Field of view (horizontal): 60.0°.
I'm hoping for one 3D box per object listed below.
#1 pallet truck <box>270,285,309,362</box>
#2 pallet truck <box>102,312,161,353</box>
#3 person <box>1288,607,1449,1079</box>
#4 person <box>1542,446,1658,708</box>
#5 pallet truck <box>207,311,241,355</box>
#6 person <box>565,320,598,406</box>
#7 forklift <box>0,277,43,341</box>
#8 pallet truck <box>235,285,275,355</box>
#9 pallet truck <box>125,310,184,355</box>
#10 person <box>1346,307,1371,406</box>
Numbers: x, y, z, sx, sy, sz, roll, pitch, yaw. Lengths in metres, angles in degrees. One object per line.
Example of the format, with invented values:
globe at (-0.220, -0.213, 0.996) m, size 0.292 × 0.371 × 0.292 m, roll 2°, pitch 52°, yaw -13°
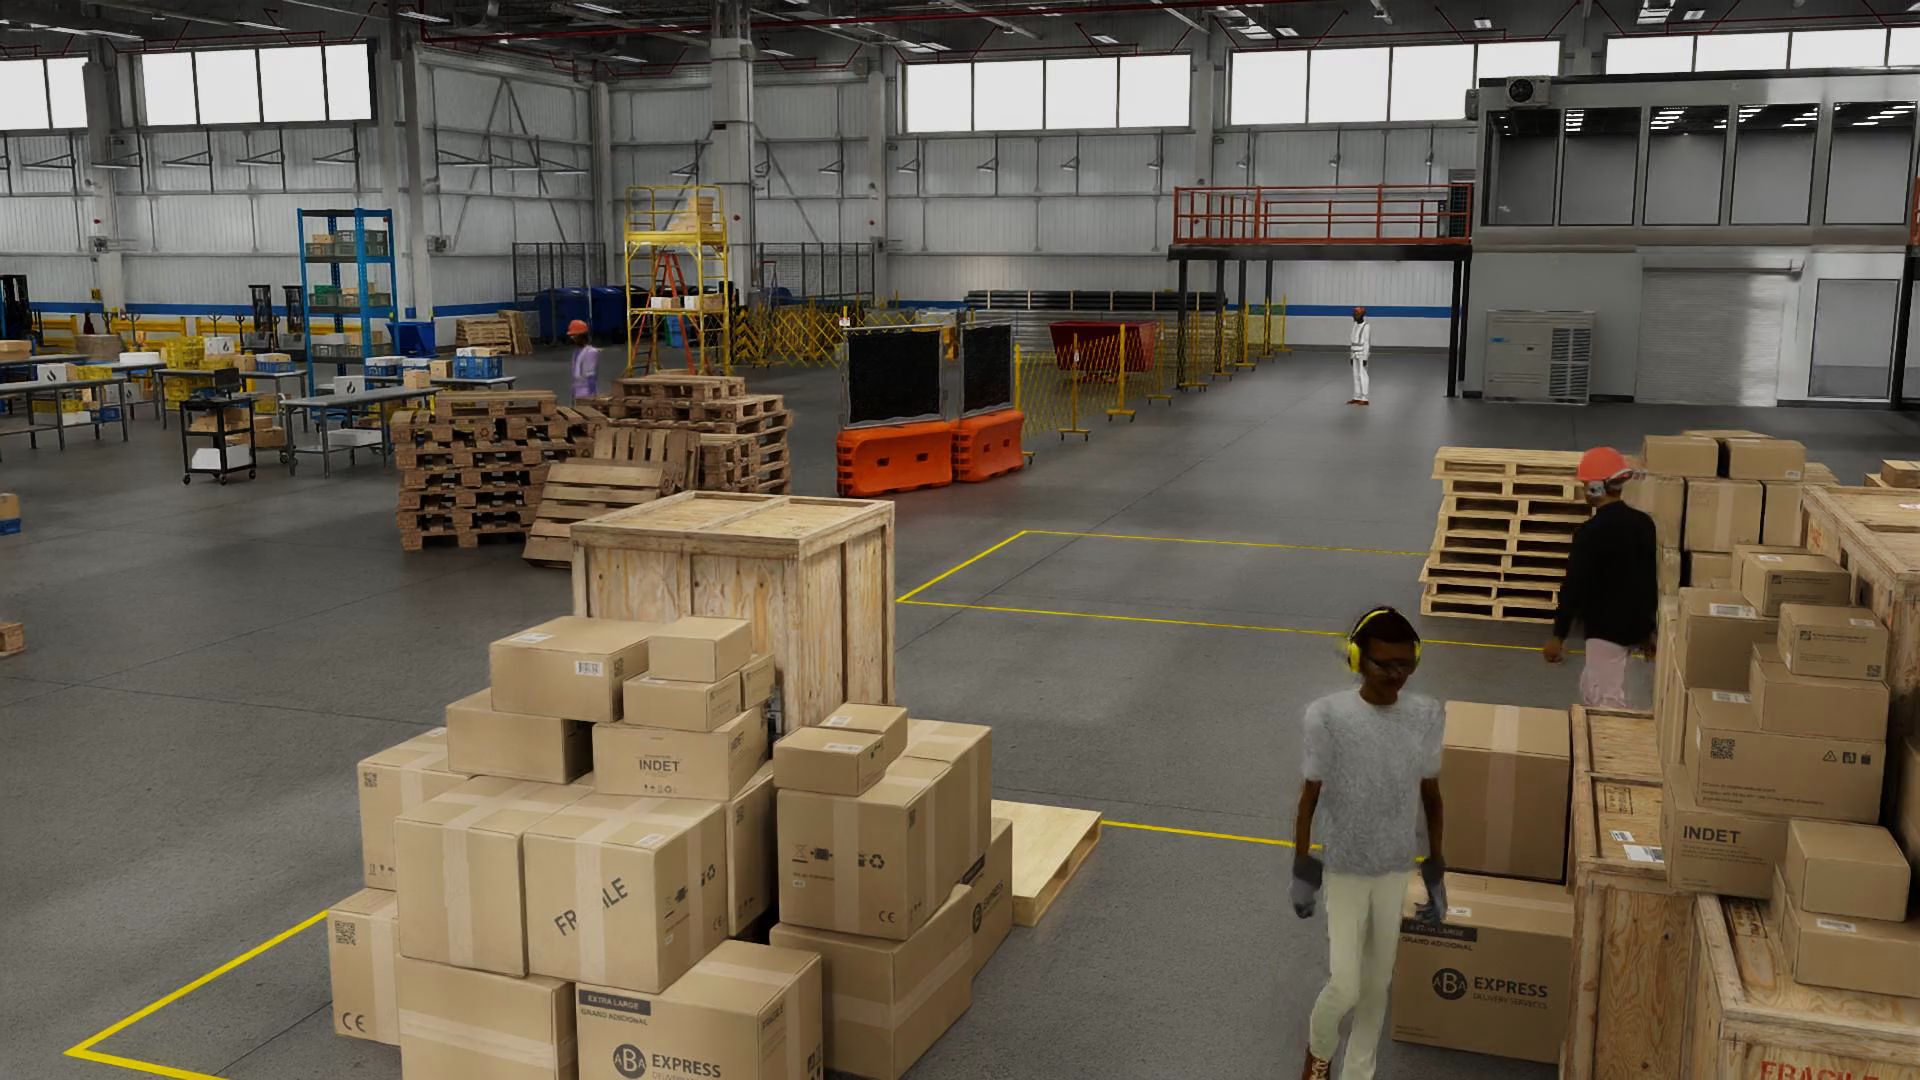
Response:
pallet truck at (-17.147, -5.700, 43.663) m, size 0.823 × 1.965 × 1.885 m, roll 3°, pitch 11°, yaw 17°
pallet truck at (-23.057, -5.777, 46.261) m, size 0.680 × 1.201 × 1.601 m, roll 3°, pitch 11°, yaw 19°
person at (1.402, 1.130, 5.628) m, size 0.516 × 1.852 × 0.374 m, roll -2°, pitch 10°, yaw -10°
person at (3.466, 0.491, 8.907) m, size 0.612 × 1.968 × 0.540 m, roll -8°, pitch 13°, yaw -39°
pallet truck at (-19.537, -5.575, 44.913) m, size 0.653 × 1.274 × 1.630 m, roll 3°, pitch 11°, yaw 19°
person at (-5.076, -1.971, 22.565) m, size 0.578 × 2.030 × 0.638 m, roll -8°, pitch 13°, yaw -37°
forklift at (-27.151, -6.329, 46.328) m, size 1.157 × 1.987 × 2.680 m, roll 3°, pitch 11°, yaw 17°
pallet truck at (-18.327, -5.835, 44.421) m, size 0.823 × 1.965 × 1.885 m, roll 4°, pitch 11°, yaw 23°
pallet truck at (-22.038, -5.665, 45.457) m, size 0.704 × 1.261 × 1.522 m, roll 3°, pitch 11°, yaw 17°
person at (7.565, -3.468, 31.454) m, size 0.353 × 1.877 × 0.572 m, roll -3°, pitch 10°, yaw -16°
